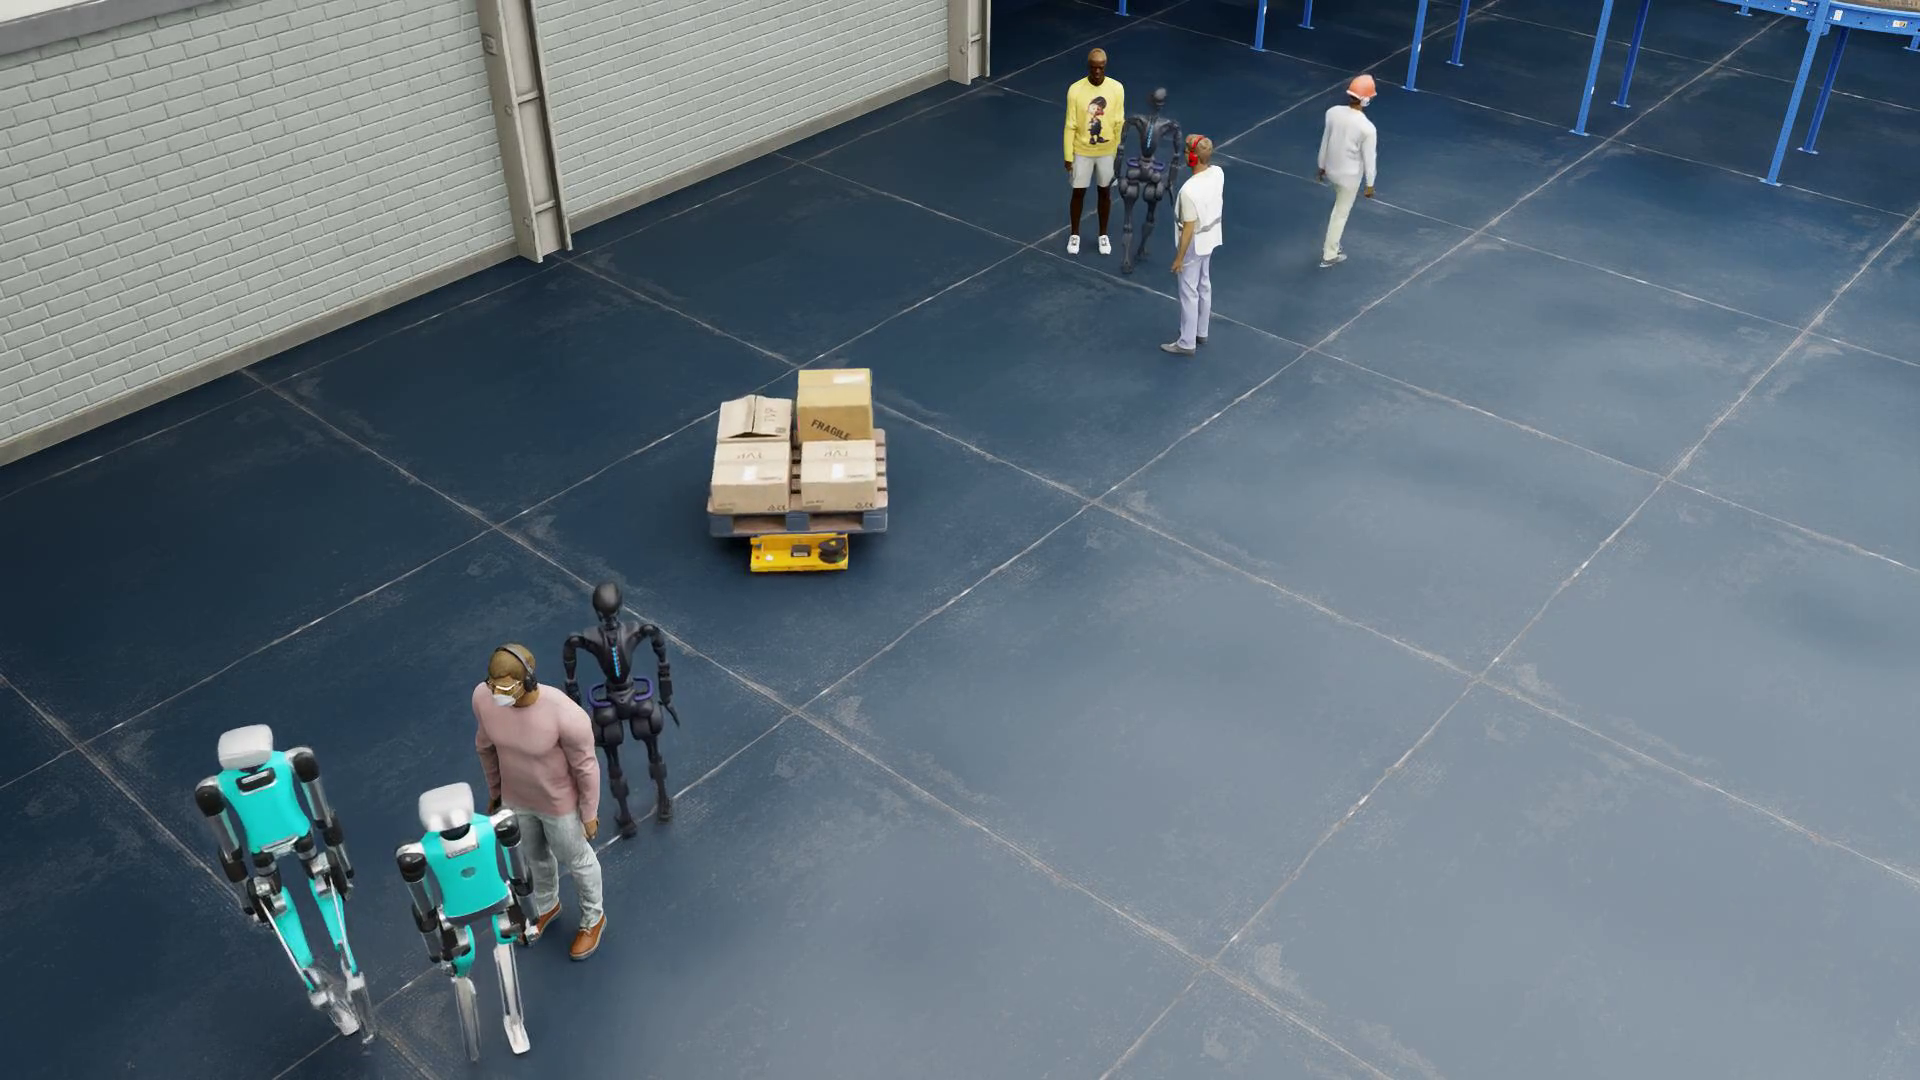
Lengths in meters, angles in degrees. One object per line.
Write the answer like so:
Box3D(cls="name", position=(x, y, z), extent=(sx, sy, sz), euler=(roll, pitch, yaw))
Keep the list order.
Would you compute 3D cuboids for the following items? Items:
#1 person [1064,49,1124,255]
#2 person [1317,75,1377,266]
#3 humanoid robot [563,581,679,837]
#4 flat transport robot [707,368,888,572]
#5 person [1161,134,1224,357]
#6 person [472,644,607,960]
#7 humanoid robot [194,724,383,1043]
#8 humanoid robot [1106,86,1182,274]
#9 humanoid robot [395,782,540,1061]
Box3D(cls="person", position=(1.188, -3.466, 14.862), extent=(0.538, 1.893, 0.375), euler=(-2, 36, -3))
Box3D(cls="person", position=(3.462, -3.262, 14.696), extent=(0.494, 1.733, 0.593), euler=(-18, 39, -24))
Box3D(cls="humanoid robot", position=(-1.819, 0.899, 8.907), extent=(0.593, 1.658, 0.345), euler=(-9, 36, -13))
Box3D(cls="flat transport robot", position=(-1.119, -0.262, 11.756), extent=(0.659, 0.231, 1.431), euler=(-2, 35, -2))
Box3D(cls="person", position=(1.894, -2.347, 13.324), extent=(0.373, 1.843, 0.568), euler=(21, 41, 27))
Box3D(cls="person", position=(-2.052, 1.273, 8.162), extent=(0.636, 1.937, 0.357), euler=(12, 37, 16))
Box3D(cls="humanoid robot", position=(-3.038, 1.742, 7.723), extent=(0.540, 1.819, 0.779), euler=(-19, 39, -24))
Box3D(cls="humanoid robot", position=(1.605, -3.167, 14.644), extent=(0.635, 1.644, 0.561), euler=(4, 36, 6))
Box3D(cls="humanoid robot", position=(-2.257, 1.734, 7.725), extent=(0.543, 1.838, 0.657), euler=(-17, 39, -22))
